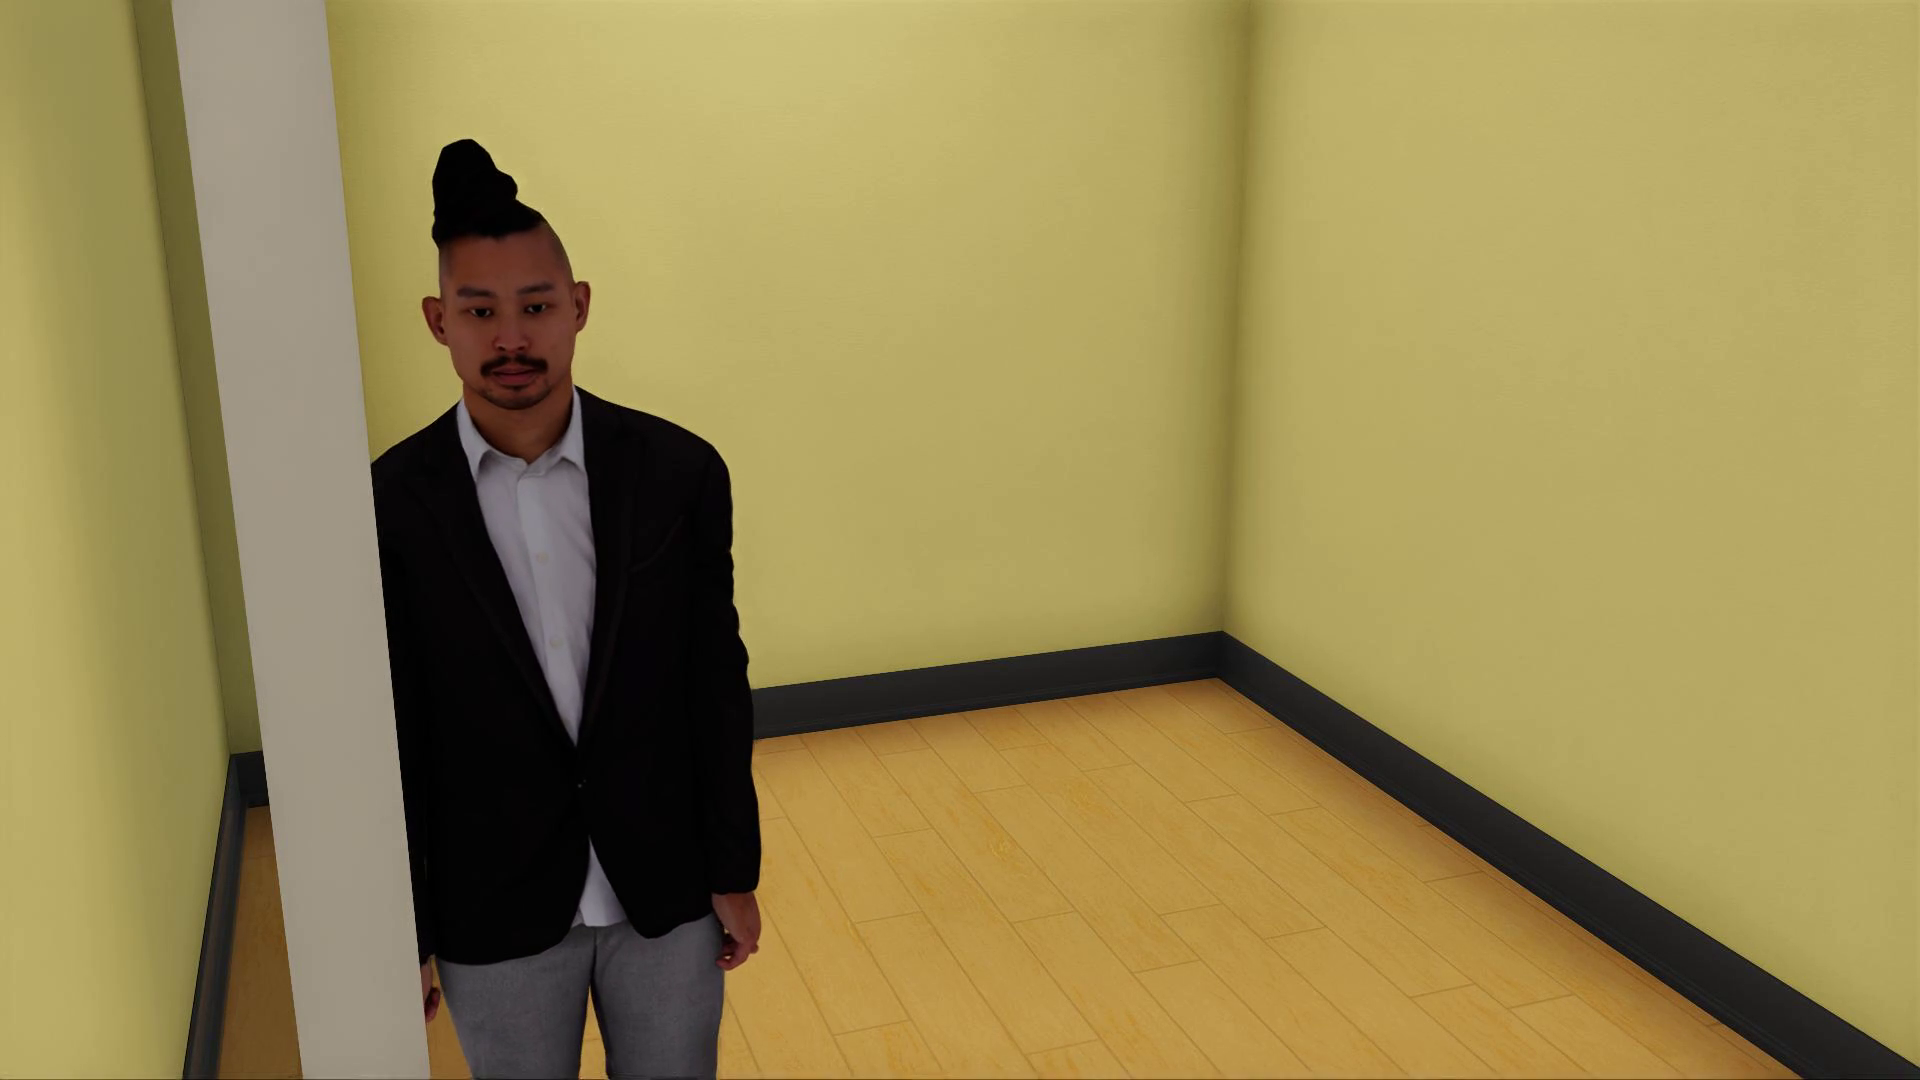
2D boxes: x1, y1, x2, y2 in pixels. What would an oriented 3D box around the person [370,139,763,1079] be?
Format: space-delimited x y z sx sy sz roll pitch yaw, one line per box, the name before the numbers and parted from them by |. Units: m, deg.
person | -0.553 0.434 2.341 0.511 1.951 0.754 -6 17 -20
